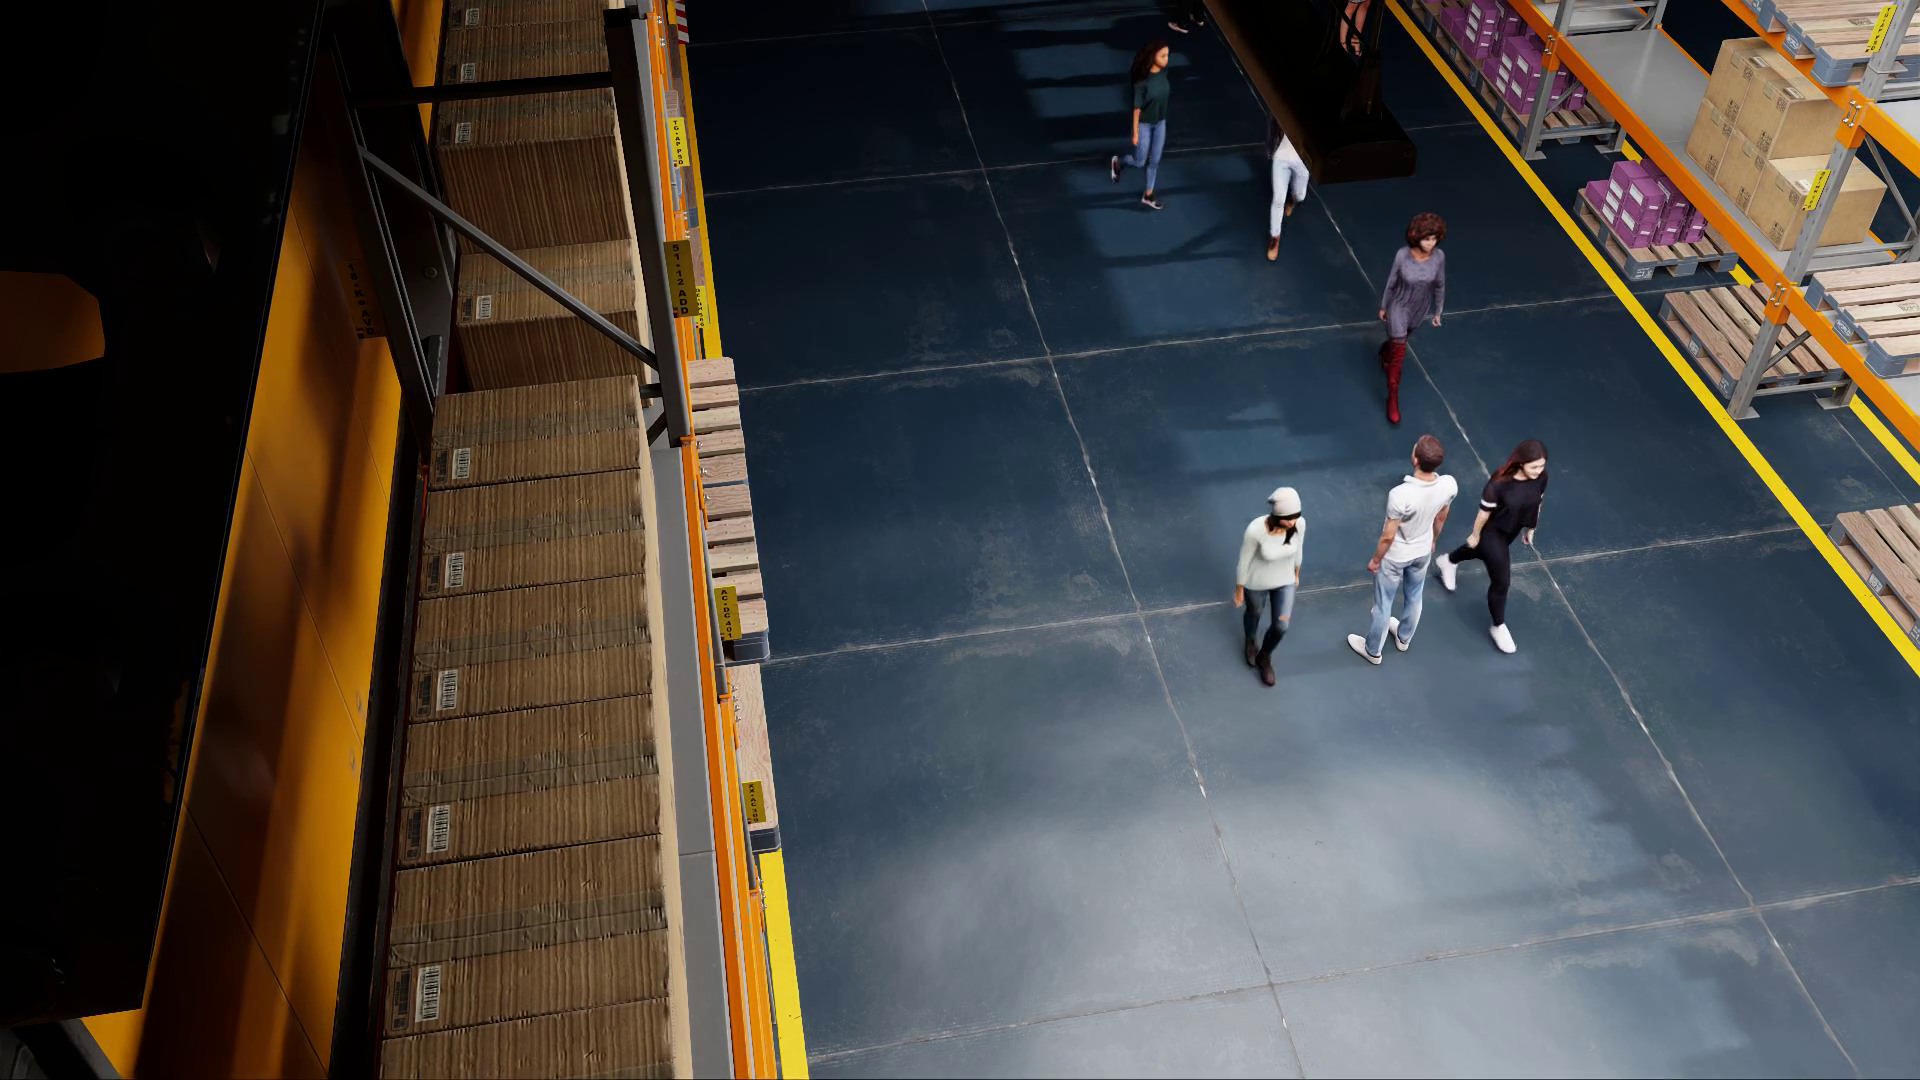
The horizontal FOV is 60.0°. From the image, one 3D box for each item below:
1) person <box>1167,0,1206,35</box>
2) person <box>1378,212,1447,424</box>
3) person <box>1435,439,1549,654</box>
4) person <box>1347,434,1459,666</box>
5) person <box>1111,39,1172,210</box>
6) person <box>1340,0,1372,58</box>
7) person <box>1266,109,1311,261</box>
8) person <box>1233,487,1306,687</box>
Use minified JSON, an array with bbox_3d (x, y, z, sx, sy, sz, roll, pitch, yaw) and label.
[{"bbox_3d":[2.462,-6.147,17.512,0.784,1.595,0.814,-30,51,-27],"label":"person"},{"bbox_3d":[3.463,-1.836,12.933,0.657,1.669,1.104,-4,44,-4],"label":"person"},{"bbox_3d":[3.587,-0.111,11.178,0.791,1.593,1.197,-16,46,-16],"label":"person"},{"bbox_3d":[2.896,0.073,10.797,0.695,1.852,0.625,-17,46,-17],"label":"person"},{"bbox_3d":[1.648,-3.782,15.022,0.829,1.606,0.963,-30,51,-28],"label":"person"},{"bbox_3d":[4.134,-5.777,16.959,0.676,1.822,0.672,-26,49,-25],"label":"person"},{"bbox_3d":[2.904,-3.384,14.451,0.895,1.816,1.131,8,44,8],"label":"person"},{"bbox_3d":[1.977,0.207,10.815,0.607,1.634,0.643,-7,44,-7],"label":"person"}]
